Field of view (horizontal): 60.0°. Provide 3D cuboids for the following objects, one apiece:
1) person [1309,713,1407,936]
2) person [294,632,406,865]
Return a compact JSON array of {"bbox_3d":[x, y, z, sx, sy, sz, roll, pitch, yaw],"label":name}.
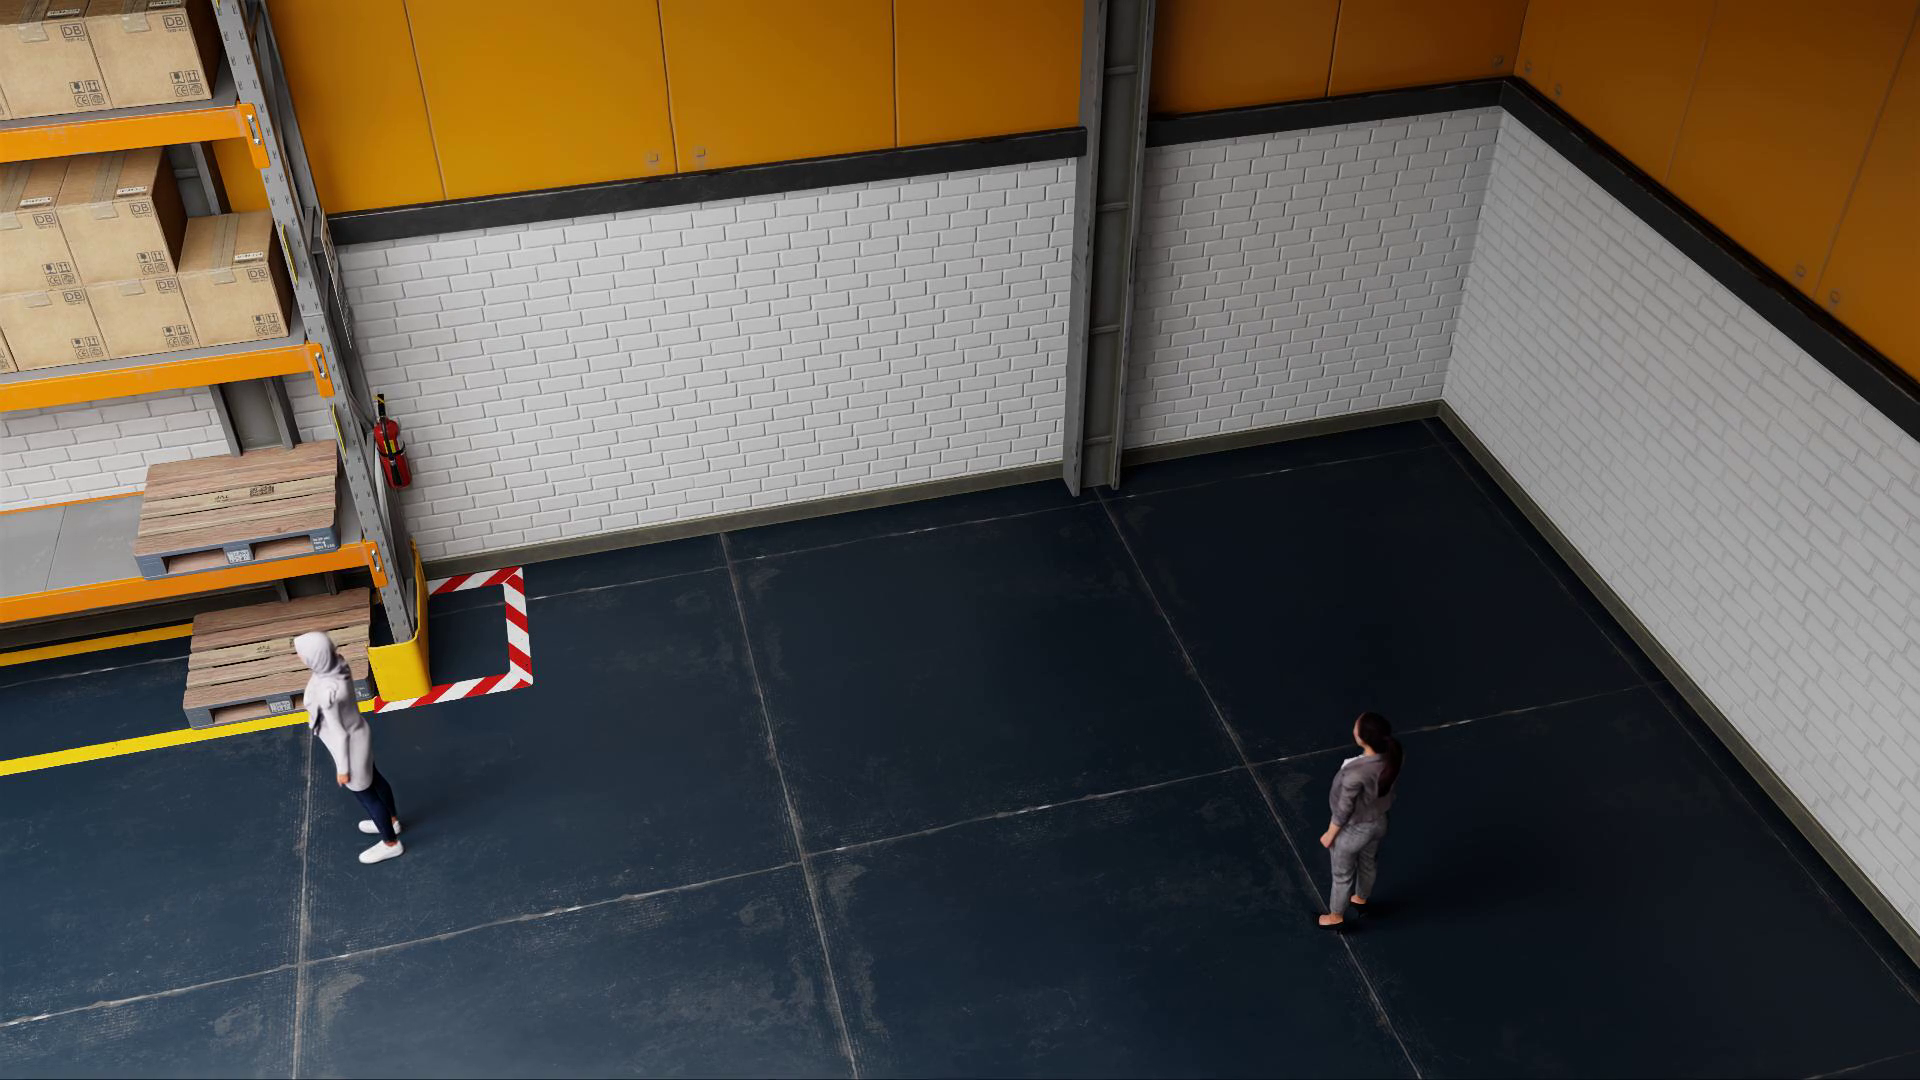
[{"bbox_3d":[2.283,1.630,9.491,0.631,1.679,0.753,-23,44,-26],"label":"person"},{"bbox_3d":[-3.627,1.226,9.920,0.547,1.775,0.624,-7,39,-9],"label":"person"}]
